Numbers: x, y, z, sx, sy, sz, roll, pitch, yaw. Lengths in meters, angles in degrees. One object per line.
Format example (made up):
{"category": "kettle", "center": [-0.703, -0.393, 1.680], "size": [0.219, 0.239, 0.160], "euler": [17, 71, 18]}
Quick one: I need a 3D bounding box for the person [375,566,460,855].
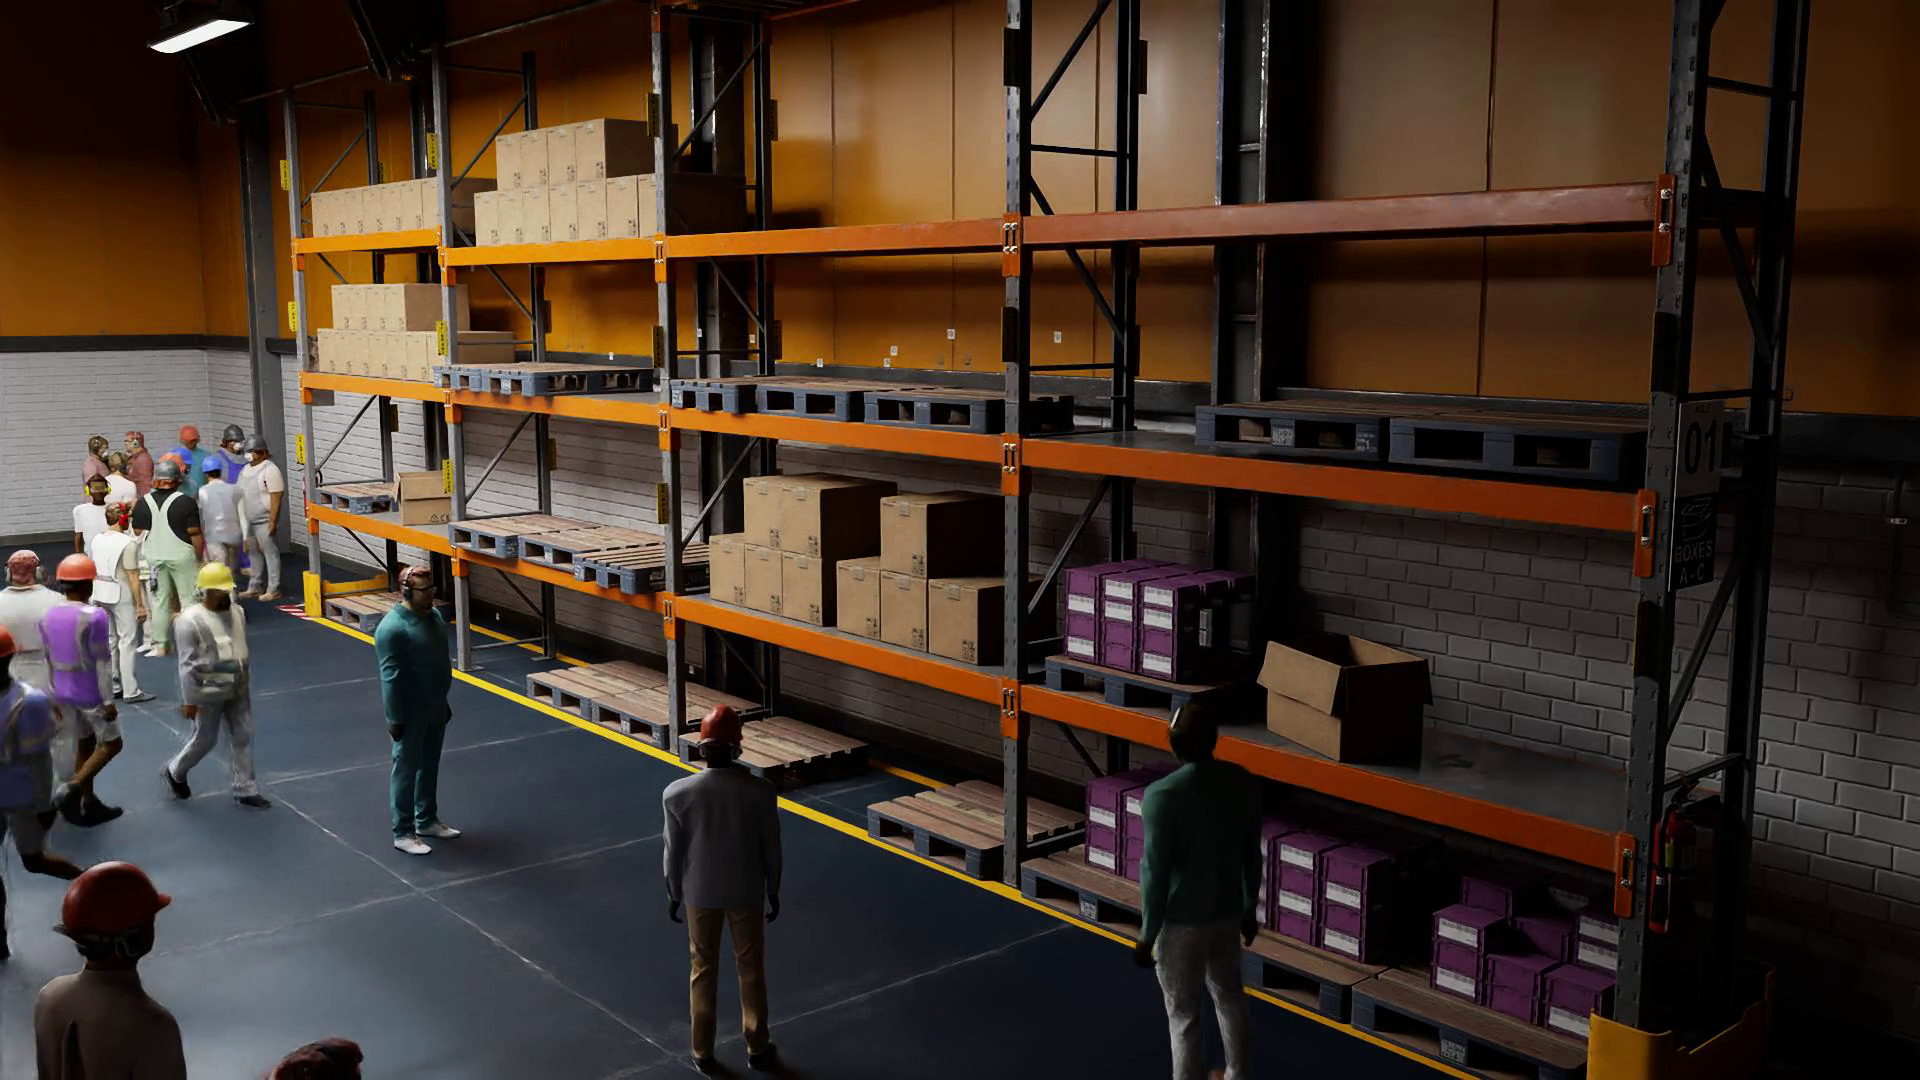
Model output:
{"category": "person", "center": [-3.582, 1.113, 11.075], "size": [0.403, 1.906, 0.652], "euler": [2, 8, 14]}

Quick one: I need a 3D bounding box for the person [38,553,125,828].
{"category": "person", "center": [-6.048, 1.057, 11.399], "size": [0.555, 1.922, 0.543], "euler": [3, 9, 19]}

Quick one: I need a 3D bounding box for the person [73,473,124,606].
{"category": "person", "center": [-8.888, 0.243, 17.229], "size": [0.510, 1.877, 0.328], "euler": [-5, 10, -33]}

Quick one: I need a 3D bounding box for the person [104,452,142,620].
{"category": "person", "center": [-9.555, -0.038, 18.965], "size": [0.629, 1.940, 0.379], "euler": [5, 10, 31]}

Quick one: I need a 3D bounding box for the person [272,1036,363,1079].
{"category": "person", "center": [-1.589, 2.151, 4.003], "size": [0.644, 1.866, 0.582], "euler": [1, 8, 9]}

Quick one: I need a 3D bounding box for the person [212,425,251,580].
{"category": "person", "center": [-9.483, -0.507, 21.867], "size": [0.536, 2.000, 0.688], "euler": [4, 9, 25]}

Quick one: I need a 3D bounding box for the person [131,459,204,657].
{"category": "person", "center": [-8.066, 0.181, 17.091], "size": [0.672, 2.000, 0.536], "euler": [0, 8, 1]}

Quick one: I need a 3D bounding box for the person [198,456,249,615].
{"category": "person", "center": [-8.404, -0.006, 18.959], "size": [0.617, 1.895, 0.871], "euler": [-7, 11, -41]}

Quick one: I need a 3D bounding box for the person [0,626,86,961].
{"category": "person", "center": [-5.213, 1.376, 9.267], "size": [0.547, 1.915, 0.809], "euler": [2, 9, 16]}

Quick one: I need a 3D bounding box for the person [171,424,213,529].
{"category": "person", "center": [-10.561, -0.620, 22.915], "size": [0.619, 1.972, 0.789], "euler": [-2, 9, -16]}

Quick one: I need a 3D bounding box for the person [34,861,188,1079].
{"category": "person", "center": [-2.496, 1.939, 5.017], "size": [0.611, 1.997, 0.375], "euler": [4, 9, 27]}

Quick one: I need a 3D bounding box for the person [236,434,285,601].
{"category": "person", "center": [-8.579, -0.277, 20.270], "size": [0.683, 2.000, 0.538], "euler": [5, 10, 32]}

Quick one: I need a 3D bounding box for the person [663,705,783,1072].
{"category": "person", "center": [-1.117, 1.646, 7.892], "size": [0.561, 1.752, 0.326], "euler": [-1, 8, -5]}

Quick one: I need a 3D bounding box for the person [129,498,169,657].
{"category": "person", "center": [-8.346, 0.380, 17.086], "size": [0.515, 1.641, 0.315], "euler": [8, 11, 44]}

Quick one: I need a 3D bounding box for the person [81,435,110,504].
{"category": "person", "center": [-11.009, -0.372, 21.292], "size": [0.373, 1.937, 0.630], "euler": [-3, 9, -21]}

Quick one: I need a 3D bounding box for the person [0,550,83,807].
{"category": "person", "center": [-6.545, 1.013, 11.776], "size": [0.640, 1.906, 0.407], "euler": [-3, 9, -20]}

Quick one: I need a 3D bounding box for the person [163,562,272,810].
{"category": "person", "center": [-5.371, 1.044, 11.926], "size": [0.787, 1.805, 0.599], "euler": [3, 9, 22]}

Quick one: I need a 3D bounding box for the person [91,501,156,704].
{"category": "person", "center": [-7.640, 0.572, 15.091], "size": [0.567, 1.836, 0.385], "euler": [5, 10, 32]}

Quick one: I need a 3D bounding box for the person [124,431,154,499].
{"category": "person", "center": [-11.042, -0.514, 22.376], "size": [0.403, 1.911, 0.637], "euler": [-5, 9, -30]}

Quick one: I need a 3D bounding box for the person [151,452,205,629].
{"category": "person", "center": [-8.726, 0.005, 18.475], "size": [0.598, 2.013, 0.646], "euler": [3, 9, 19]}

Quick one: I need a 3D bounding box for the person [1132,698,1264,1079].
{"category": "person", "center": [1.045, 1.646, 7.300], "size": [0.642, 1.931, 0.382], "euler": [-5, 10, -33]}
